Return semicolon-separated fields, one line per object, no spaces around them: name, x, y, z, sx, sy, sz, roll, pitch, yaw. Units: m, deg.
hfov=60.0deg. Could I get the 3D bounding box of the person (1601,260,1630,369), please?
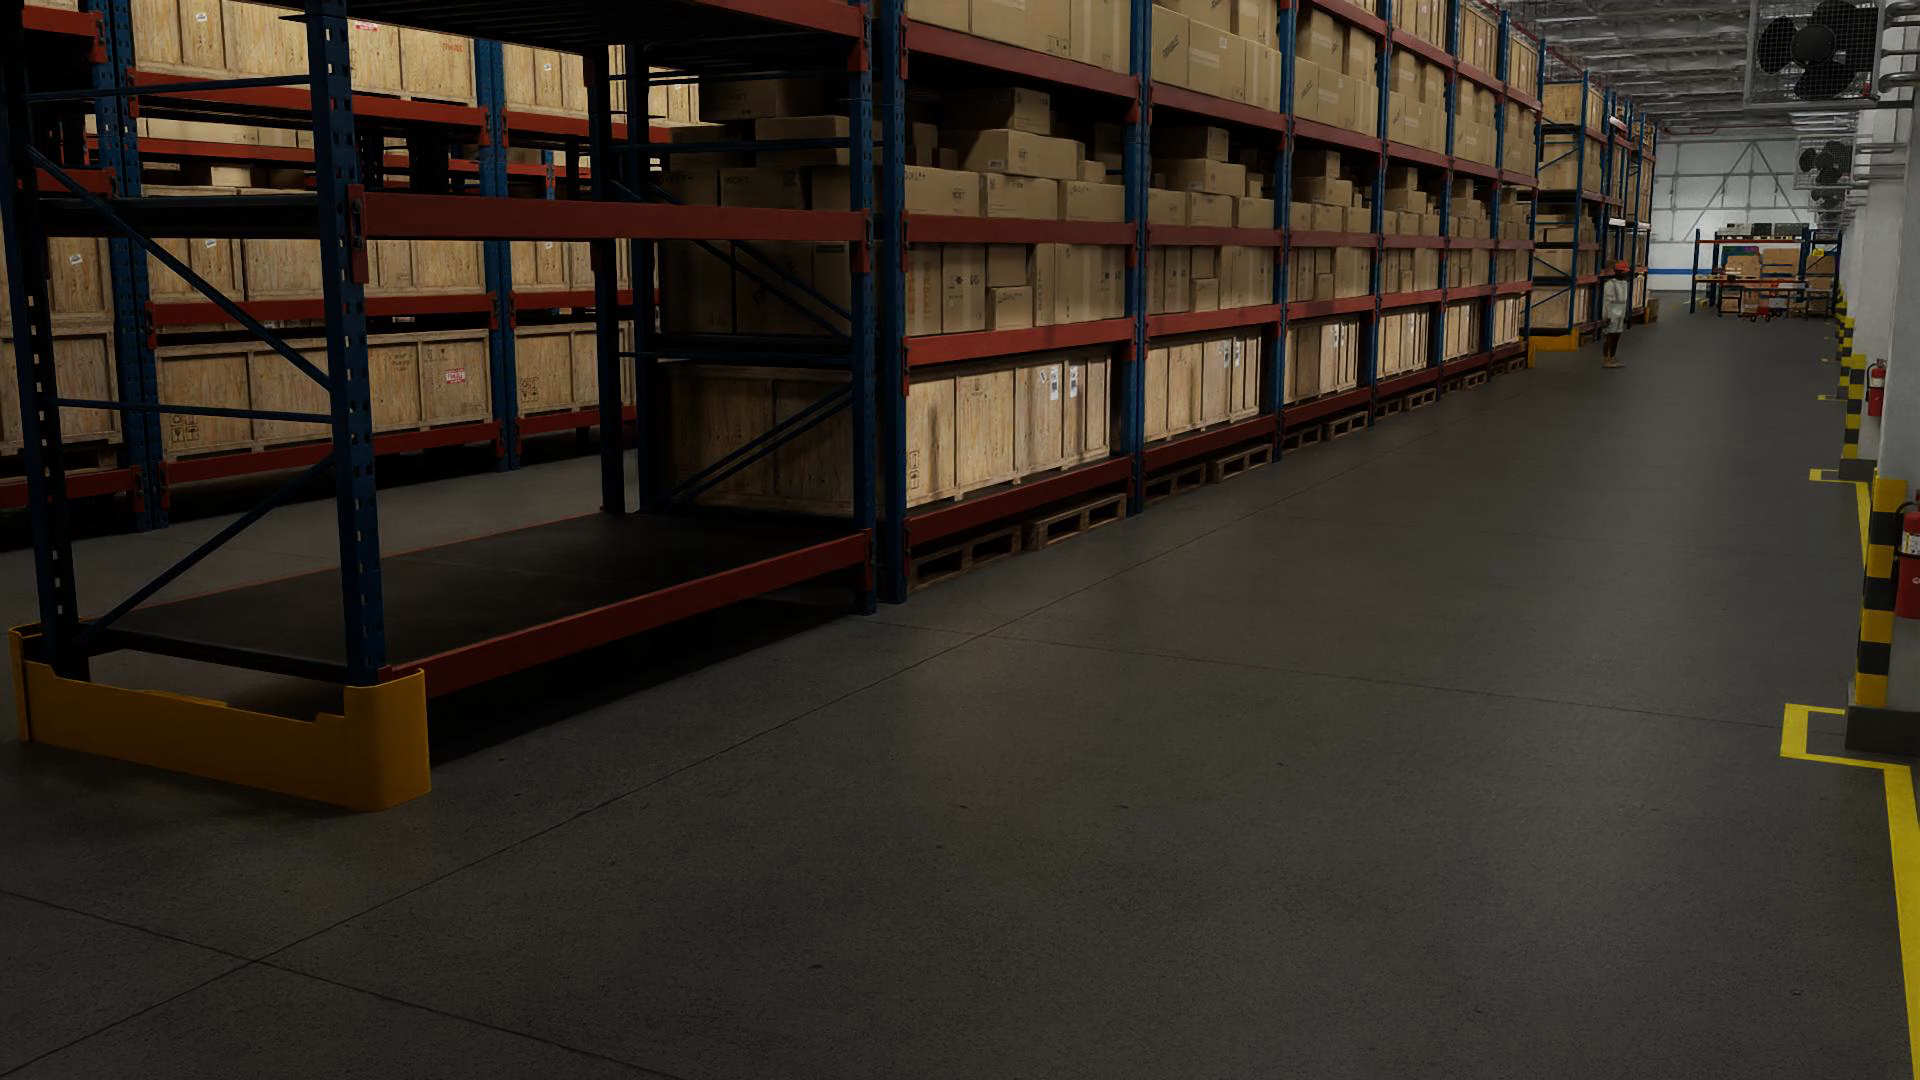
person;12.432;-4.258;31.429;0.614;2.038;0.395;-8;12;-37
